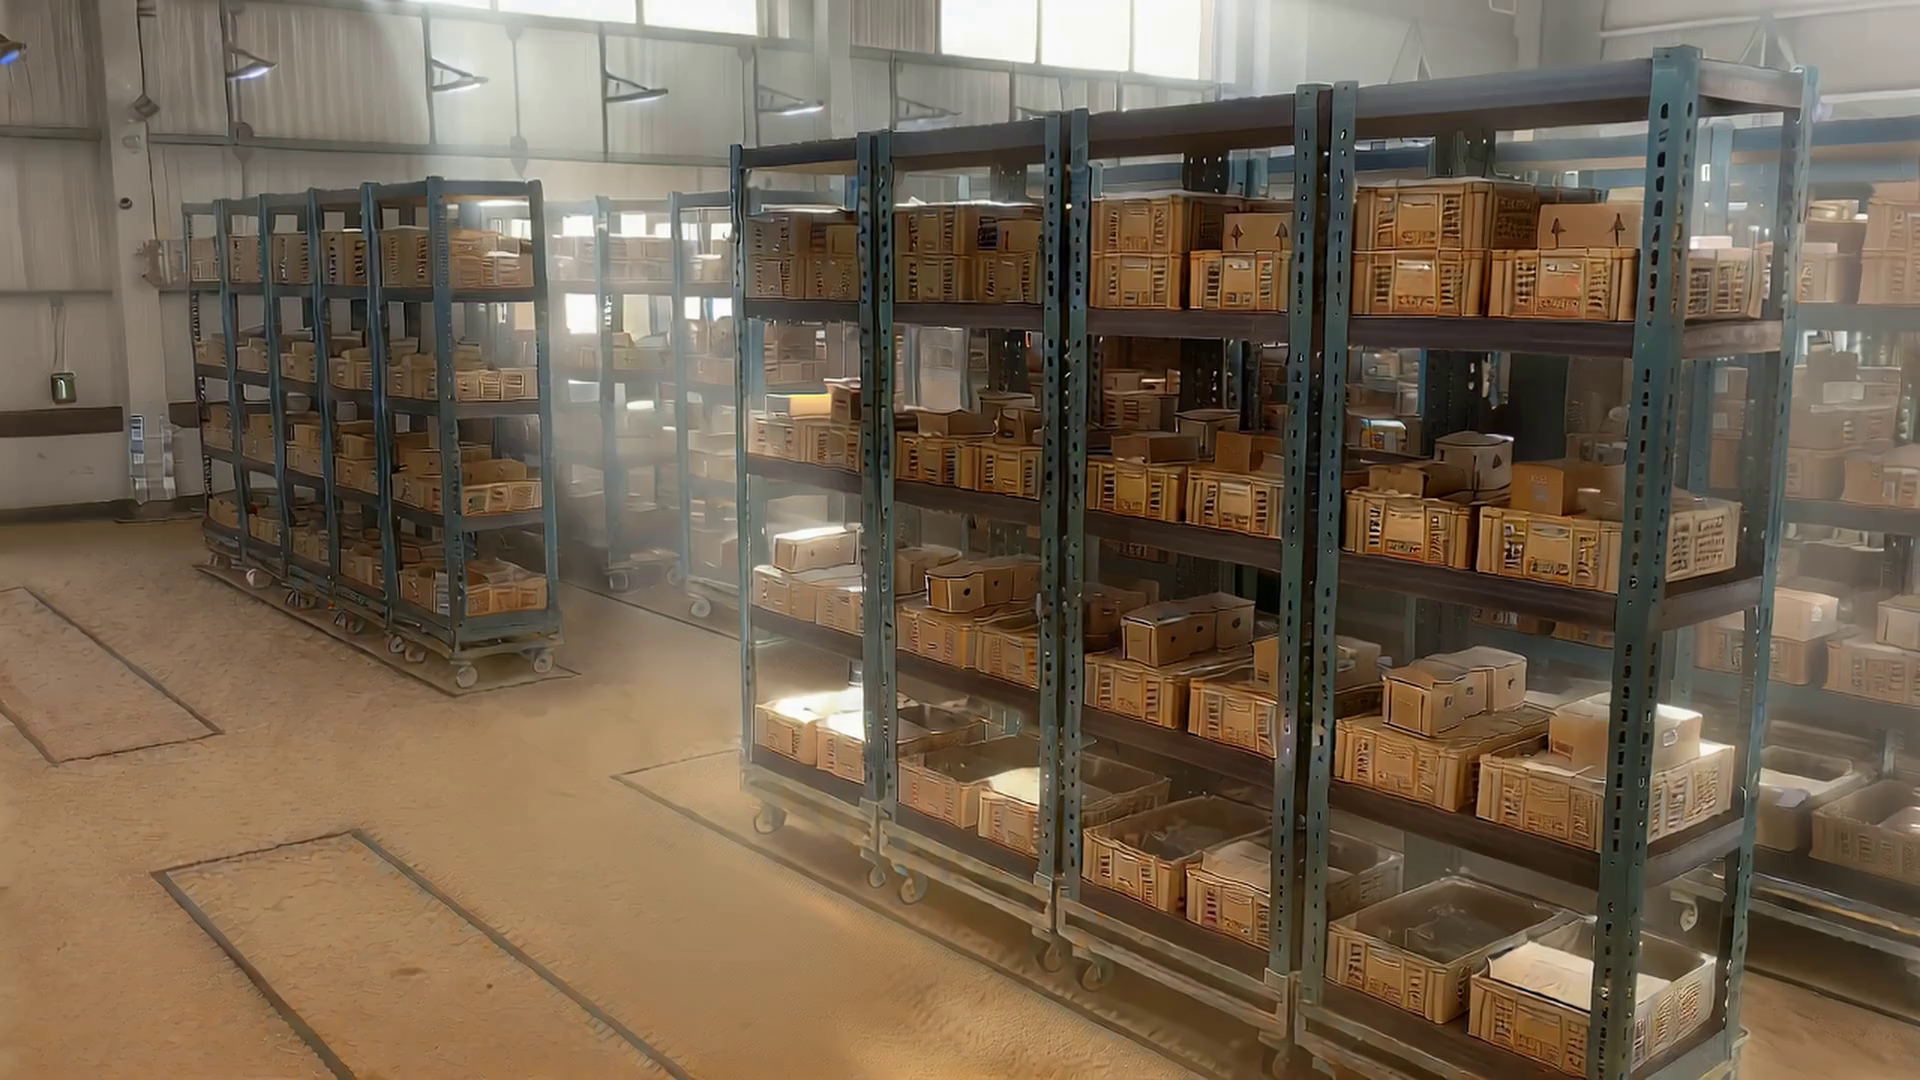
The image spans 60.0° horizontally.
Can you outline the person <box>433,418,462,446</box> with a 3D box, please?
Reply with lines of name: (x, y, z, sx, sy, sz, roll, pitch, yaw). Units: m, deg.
person: (-6.067, -1.191, 19.976, 0.718, 1.818, 0.587, -3, 10, -17)
